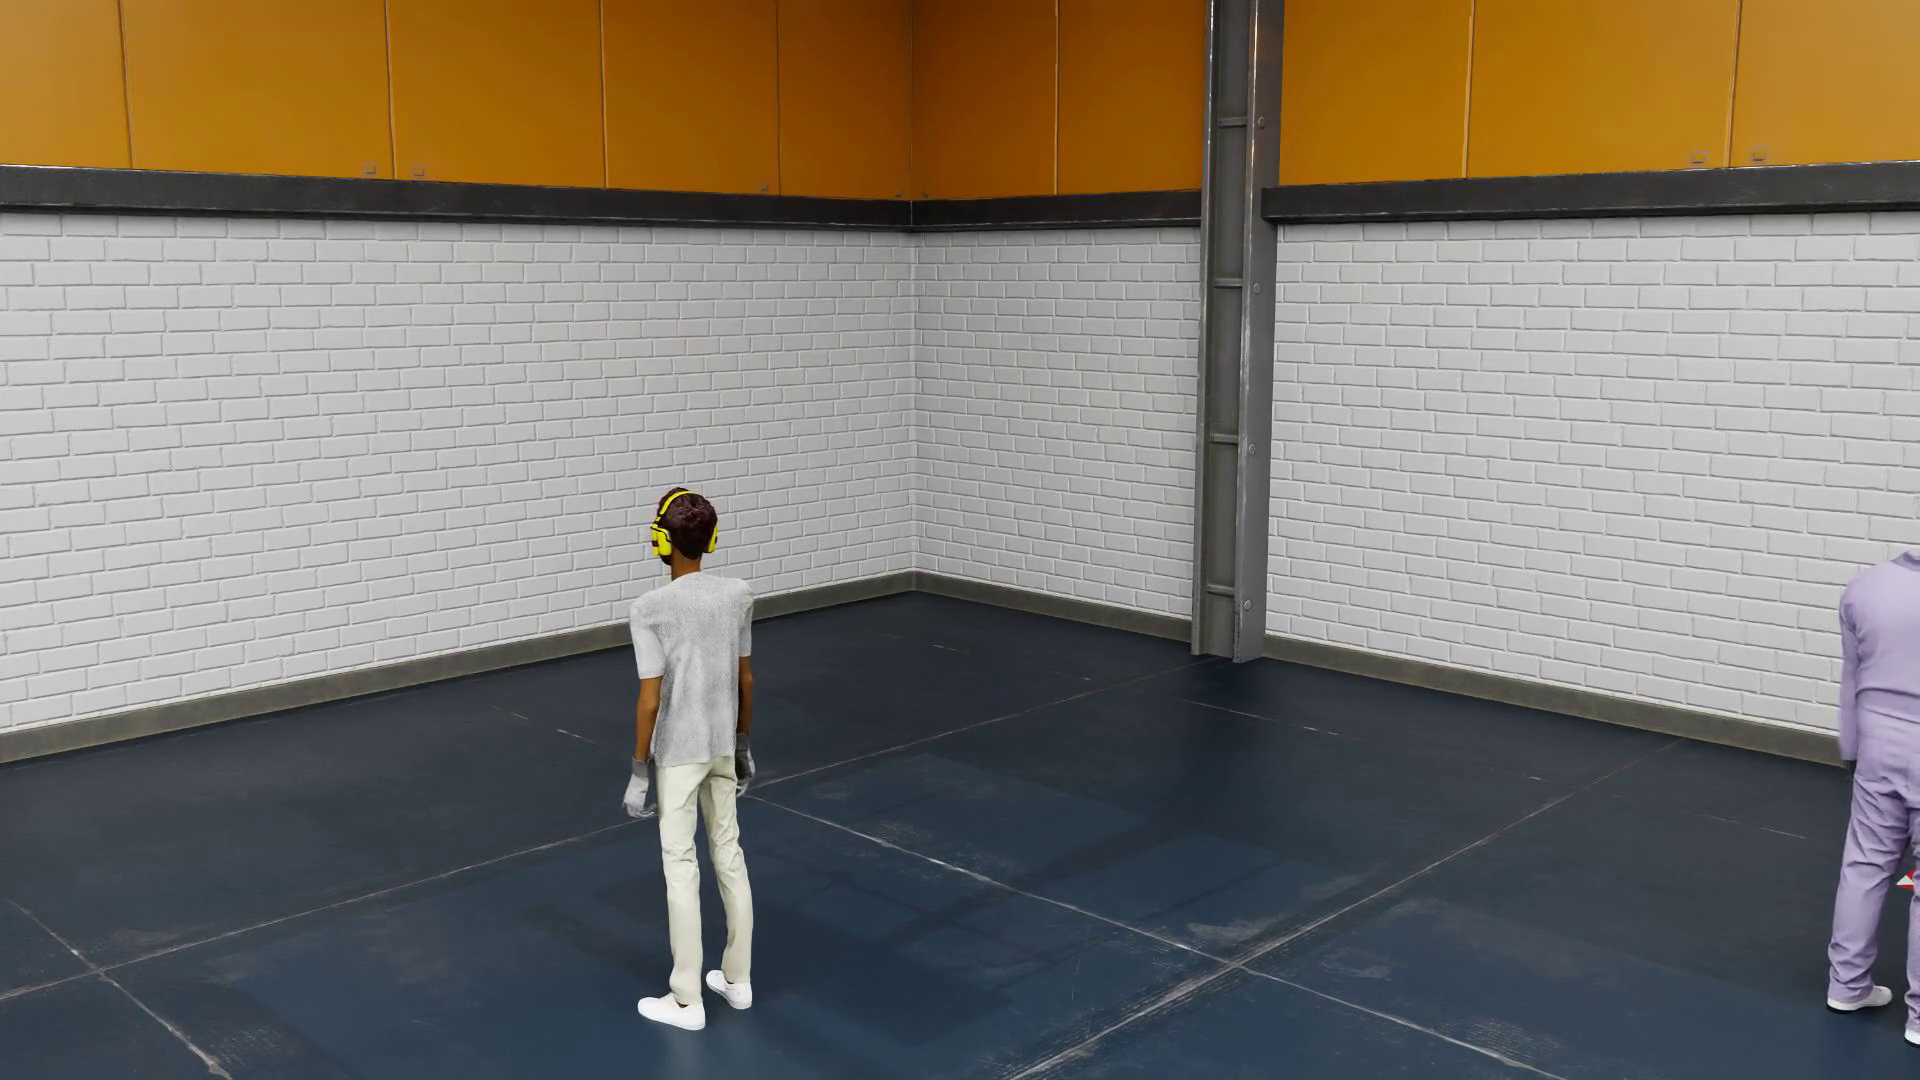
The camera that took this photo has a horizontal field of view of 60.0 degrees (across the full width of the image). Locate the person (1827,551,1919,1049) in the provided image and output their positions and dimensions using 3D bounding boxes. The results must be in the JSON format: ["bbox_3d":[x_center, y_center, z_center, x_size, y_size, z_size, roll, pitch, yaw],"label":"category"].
[{"bbox_3d":[3.281,0.756,5.621,0.404,1.900,0.644,-5,10,-26],"label":"person"}]

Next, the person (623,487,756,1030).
[{"bbox_3d":[-0.930,0.750,5.737,0.329,1.873,0.512,9,13,44],"label":"person"}]
